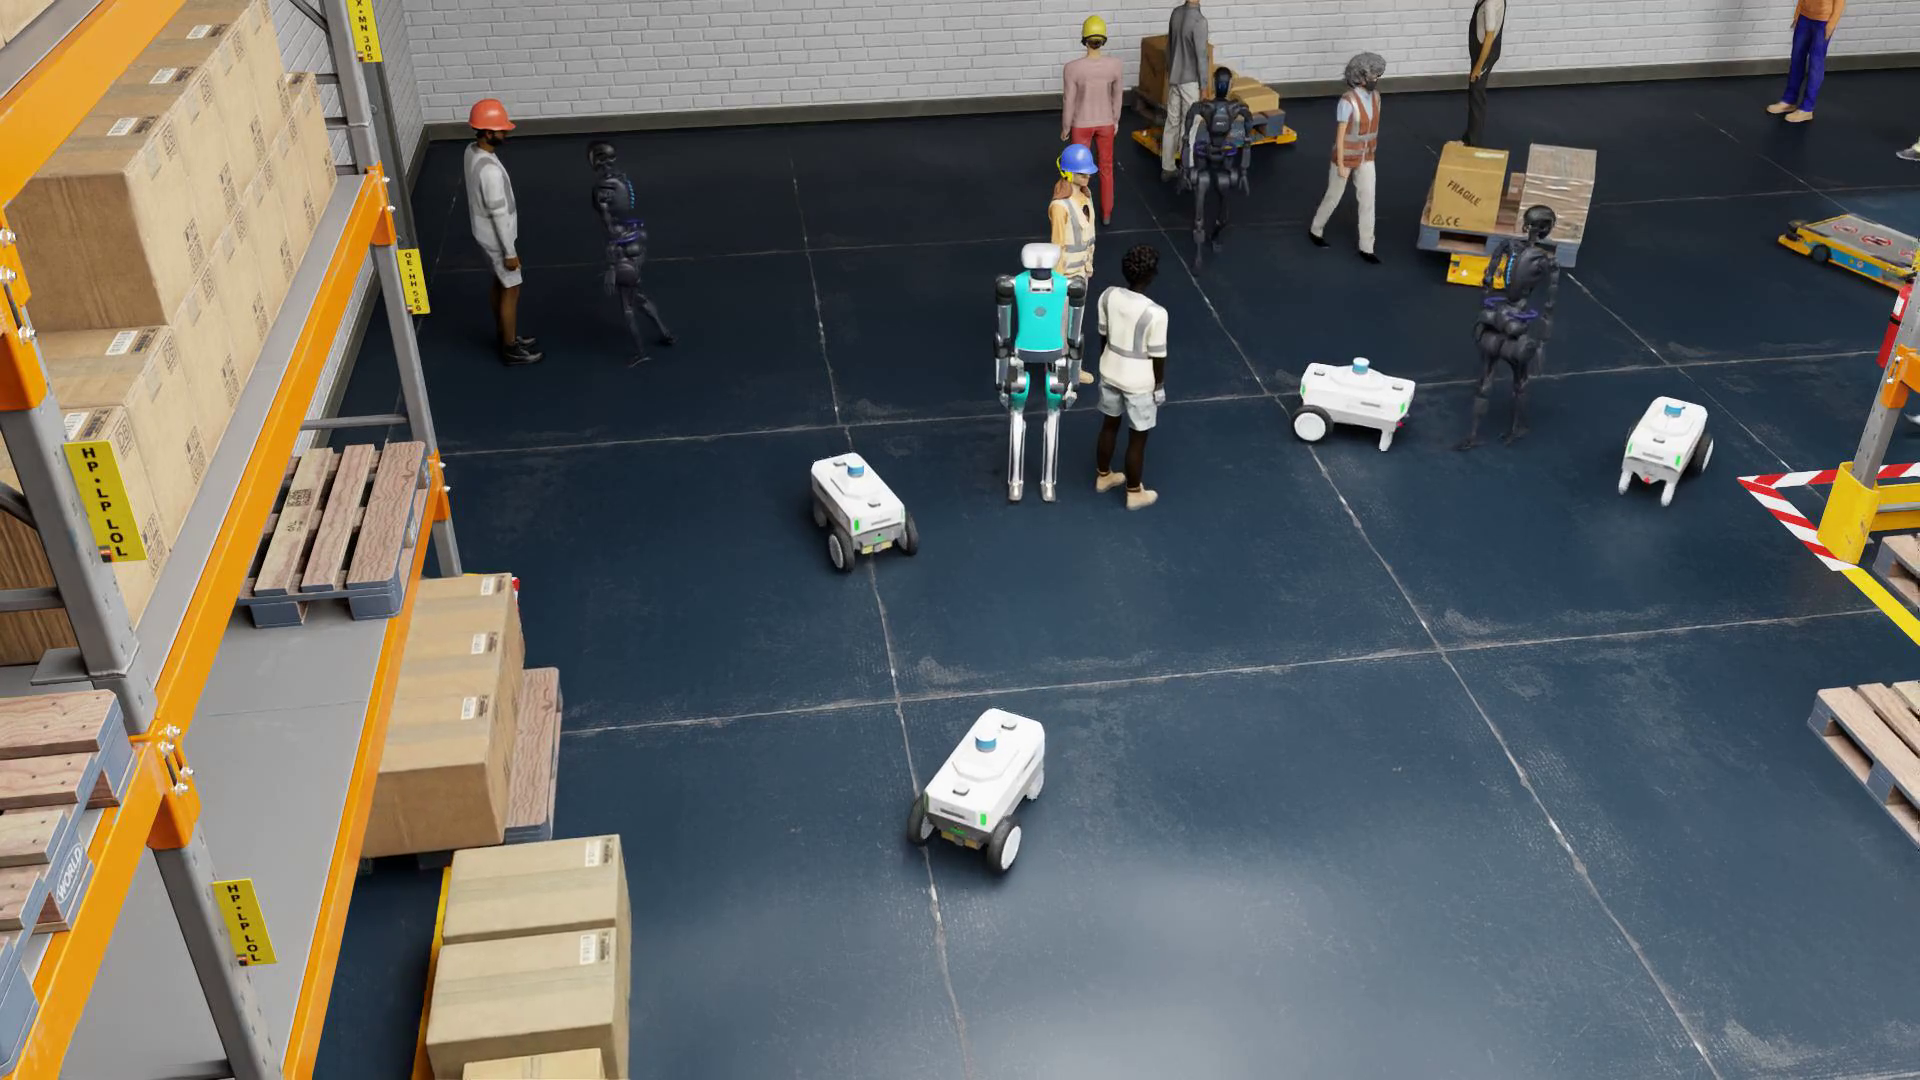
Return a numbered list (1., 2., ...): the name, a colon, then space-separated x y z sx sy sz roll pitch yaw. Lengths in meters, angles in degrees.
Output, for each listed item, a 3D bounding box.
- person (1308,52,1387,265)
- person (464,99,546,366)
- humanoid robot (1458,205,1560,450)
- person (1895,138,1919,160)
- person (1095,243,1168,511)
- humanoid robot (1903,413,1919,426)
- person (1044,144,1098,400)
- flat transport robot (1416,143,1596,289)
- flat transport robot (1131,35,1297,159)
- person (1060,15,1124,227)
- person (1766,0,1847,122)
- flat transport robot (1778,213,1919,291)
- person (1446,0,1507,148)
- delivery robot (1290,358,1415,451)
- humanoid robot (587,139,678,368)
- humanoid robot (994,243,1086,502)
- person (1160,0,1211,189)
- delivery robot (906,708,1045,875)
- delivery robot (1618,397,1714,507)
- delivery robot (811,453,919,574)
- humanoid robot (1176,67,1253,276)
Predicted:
1. person: 3.130 -3.057 13.256 0.458 1.657 0.722 -17 37 -24
2. person: -3.192 -2.130 11.609 0.387 1.924 0.547 -16 36 -23
3. humanoid robot: 3.508 -1.343 10.647 0.427 1.643 0.611 -19 38 -27
4. person: 9.017 -4.297 15.097 0.760 1.720 0.592 4 33 6
5. person: 1.034 -0.981 10.058 0.322 1.687 0.545 -24 40 -32
6. humanoid robot: 6.708 -1.305 10.489 0.994 1.726 0.552 11 35 16
7. person: 0.759 -1.819 11.259 0.306 1.777 0.476 17 37 24
8. flat transport robot: 4.369 -2.400 13.531 0.659 0.231 1.431 11 35 16
9. flat transport robot: 2.416 -3.885 15.806 1.431 0.231 0.659 -12 35 -18
10. person: 1.080 -3.436 13.748 0.523 1.769 0.324 -8 34 -12
11. person: 8.261 -5.056 16.046 0.397 1.974 0.516 -12 35 -17
12. flat transport robot: 7.391 -2.267 13.326 0.659 0.231 1.431 -16 37 -23
13. person: 4.714 -4.362 15.099 0.349 1.842 0.504 10 34 15
14. delivery robot: 2.601 -0.927 11.003 0.749 0.585 0.518 13 35 20
15. humanoid robot: -2.293 -2.014 11.656 0.453 1.647 0.613 2 33 3
16. humanoid robot: 0.470 -1.057 10.068 0.530 1.732 0.686 1 33 2
17. person: 1.977 -4.010 14.505 0.392 1.902 0.539 -18 37 -25
18. delivery robot: 0.110 1.164 7.825 0.499 0.614 0.808 15 36 22
19. delivery robot: 4.460 -0.609 10.527 0.499 0.598 0.791 20 38 27
20. delivery robot: -0.597 -0.184 9.883 0.499 0.605 0.781 -15 36 -22
21. humanoid robot: 2.001 -2.918 13.086 0.585 1.646 0.782 1 33 2
